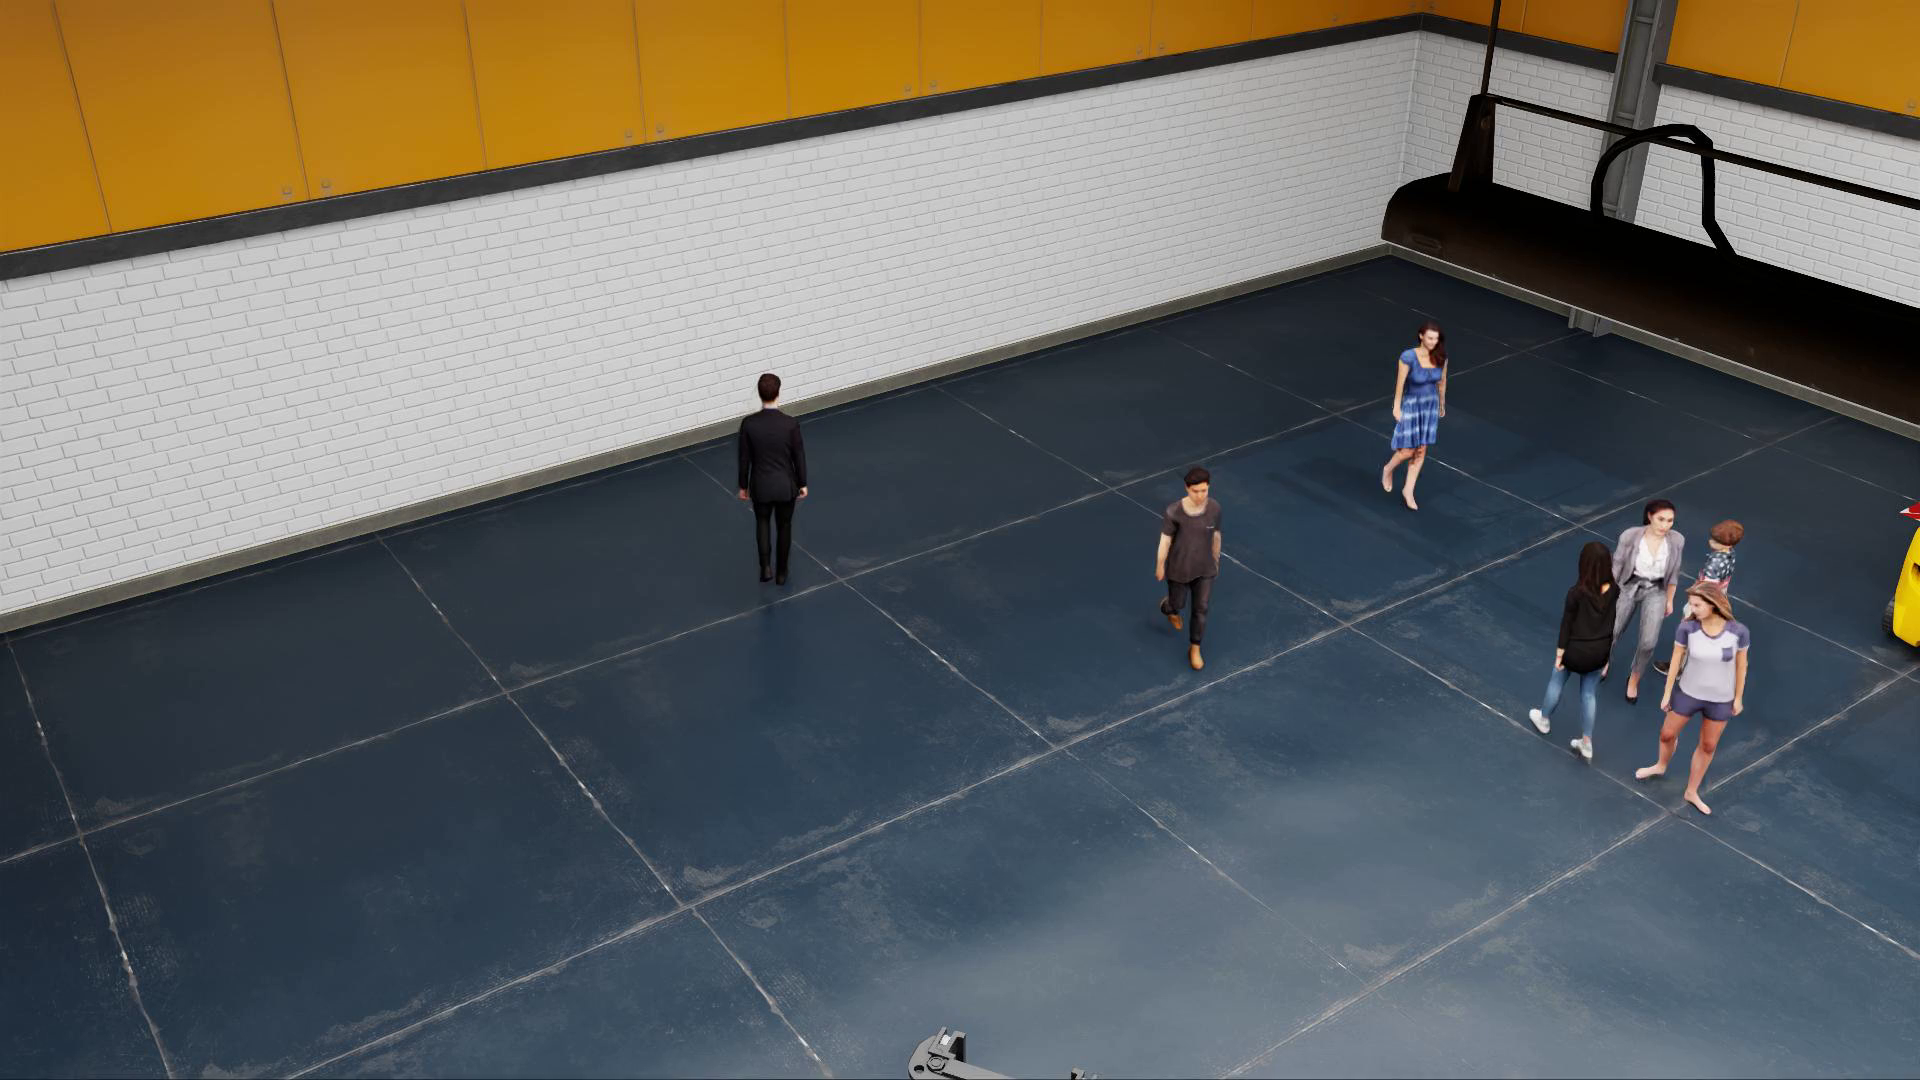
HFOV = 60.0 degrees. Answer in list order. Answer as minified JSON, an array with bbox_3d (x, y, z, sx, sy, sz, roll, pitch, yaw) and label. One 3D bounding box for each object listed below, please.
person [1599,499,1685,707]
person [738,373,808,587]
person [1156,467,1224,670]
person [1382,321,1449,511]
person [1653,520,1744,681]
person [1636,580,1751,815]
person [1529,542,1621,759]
[{"bbox_3d":[5.075,0.398,12.403,0.891,1.645,0.940,10,30,18],"label":"person"},{"bbox_3d":[-1.546,-0.421,13.668,0.929,1.872,0.991,0,29,0],"label":"person"},{"bbox_3d":[1.759,0.148,12.821,0.902,1.684,1.054,-6,29,-12],"label":"person"},{"bbox_3d":[4.110,-1.149,15.081,0.766,1.797,0.825,-9,30,-16],"label":"person"},{"bbox_3d":[5.646,0.477,12.497,0.610,1.416,0.804,-20,34,-32],"label":"person"},{"bbox_3d":[5.025,1.049,11.155,0.756,1.698,0.865,4,29,7],"label":"person"},{"bbox_3d":[4.432,0.792,11.702,0.828,1.624,0.975,-3,29,-6],"label":"person"}]
